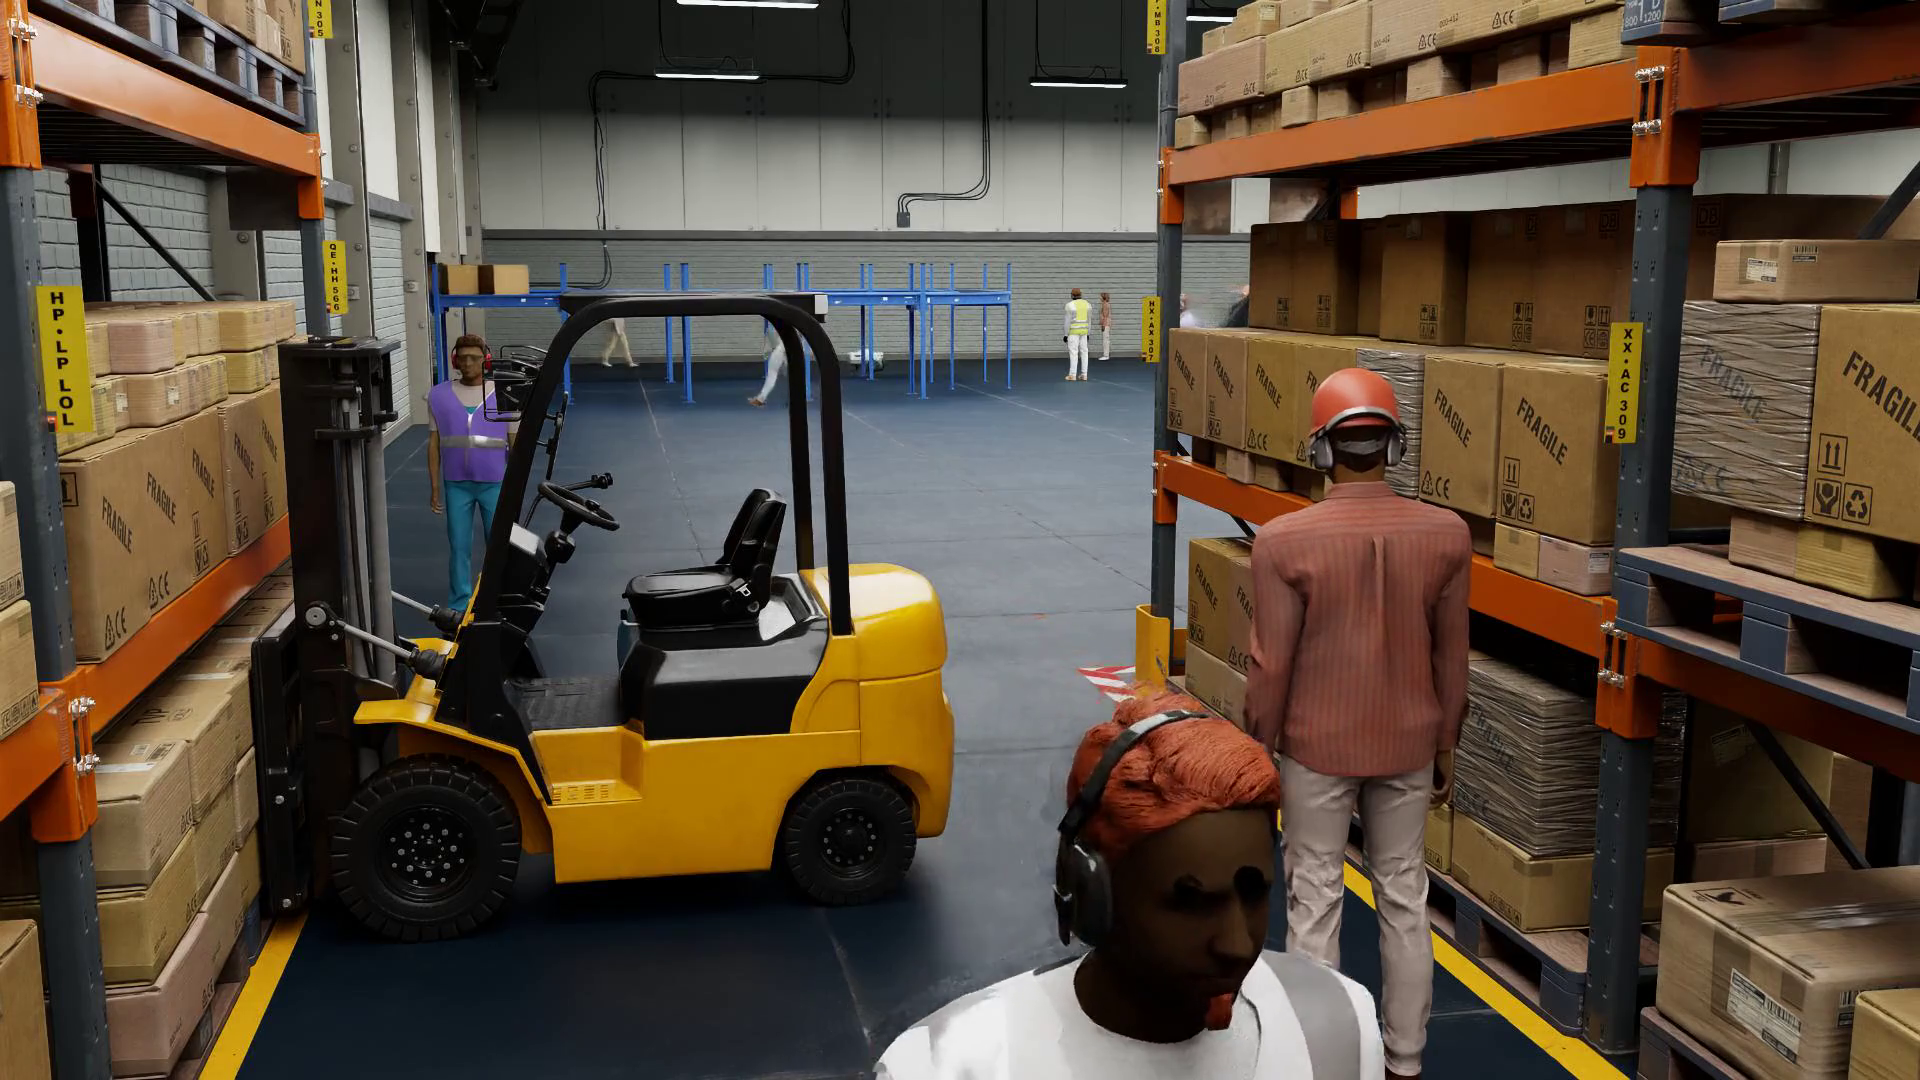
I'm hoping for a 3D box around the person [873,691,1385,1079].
[{"bbox_3d":[0.144,1.036,1.849,0.578,1.853,0.880,-4,10,-23],"label":"person"}]

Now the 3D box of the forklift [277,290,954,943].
[{"bbox_3d":[-1.179,0.175,6.143,2.313,2.155,1.214,-2,10,-12],"label":"forklift"}]

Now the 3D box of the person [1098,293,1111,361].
[{"bbox_3d":[3.516,-5.180,40.341,0.308,1.641,0.517,1,9,7],"label":"person"}]

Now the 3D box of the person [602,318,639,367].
[{"bbox_3d":[-7.741,-4.709,37.628,0.873,1.590,0.510,2,10,13],"label":"person"}]

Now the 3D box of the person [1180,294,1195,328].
[{"bbox_3d":[3.195,-2.569,23.675,0.634,1.886,0.651,0,9,-1],"label":"person"}]

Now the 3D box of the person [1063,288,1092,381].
[{"bbox_3d":[2.329,-4.108,33.213,0.619,1.839,0.430,-5,11,-30],"label":"person"}]

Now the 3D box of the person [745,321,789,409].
[{"bbox_3d":[-2.947,-3.033,26.501,1.038,1.883,0.650,-5,10,-27],"label":"person"}]

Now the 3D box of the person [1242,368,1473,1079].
[{"bbox_3d":[1.032,0.544,4.399,0.611,1.985,0.394,-1,9,-9],"label":"person"}]

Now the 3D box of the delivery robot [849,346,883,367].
[{"bbox_3d":[-2.038,-3.976,36.147,0.707,0.478,0.477,2,10,14],"label":"delivery robot"}]

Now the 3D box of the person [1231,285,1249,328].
[{"bbox_3d":[4.978,-3.622,29.926,0.652,1.953,0.898,-8,12,-39],"label":"person"}]

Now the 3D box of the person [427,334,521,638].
[{"bbox_3d":[-2.954,-0.334,10.174,0.567,1.846,0.389,-1,9,-8],"label":"person"}]
